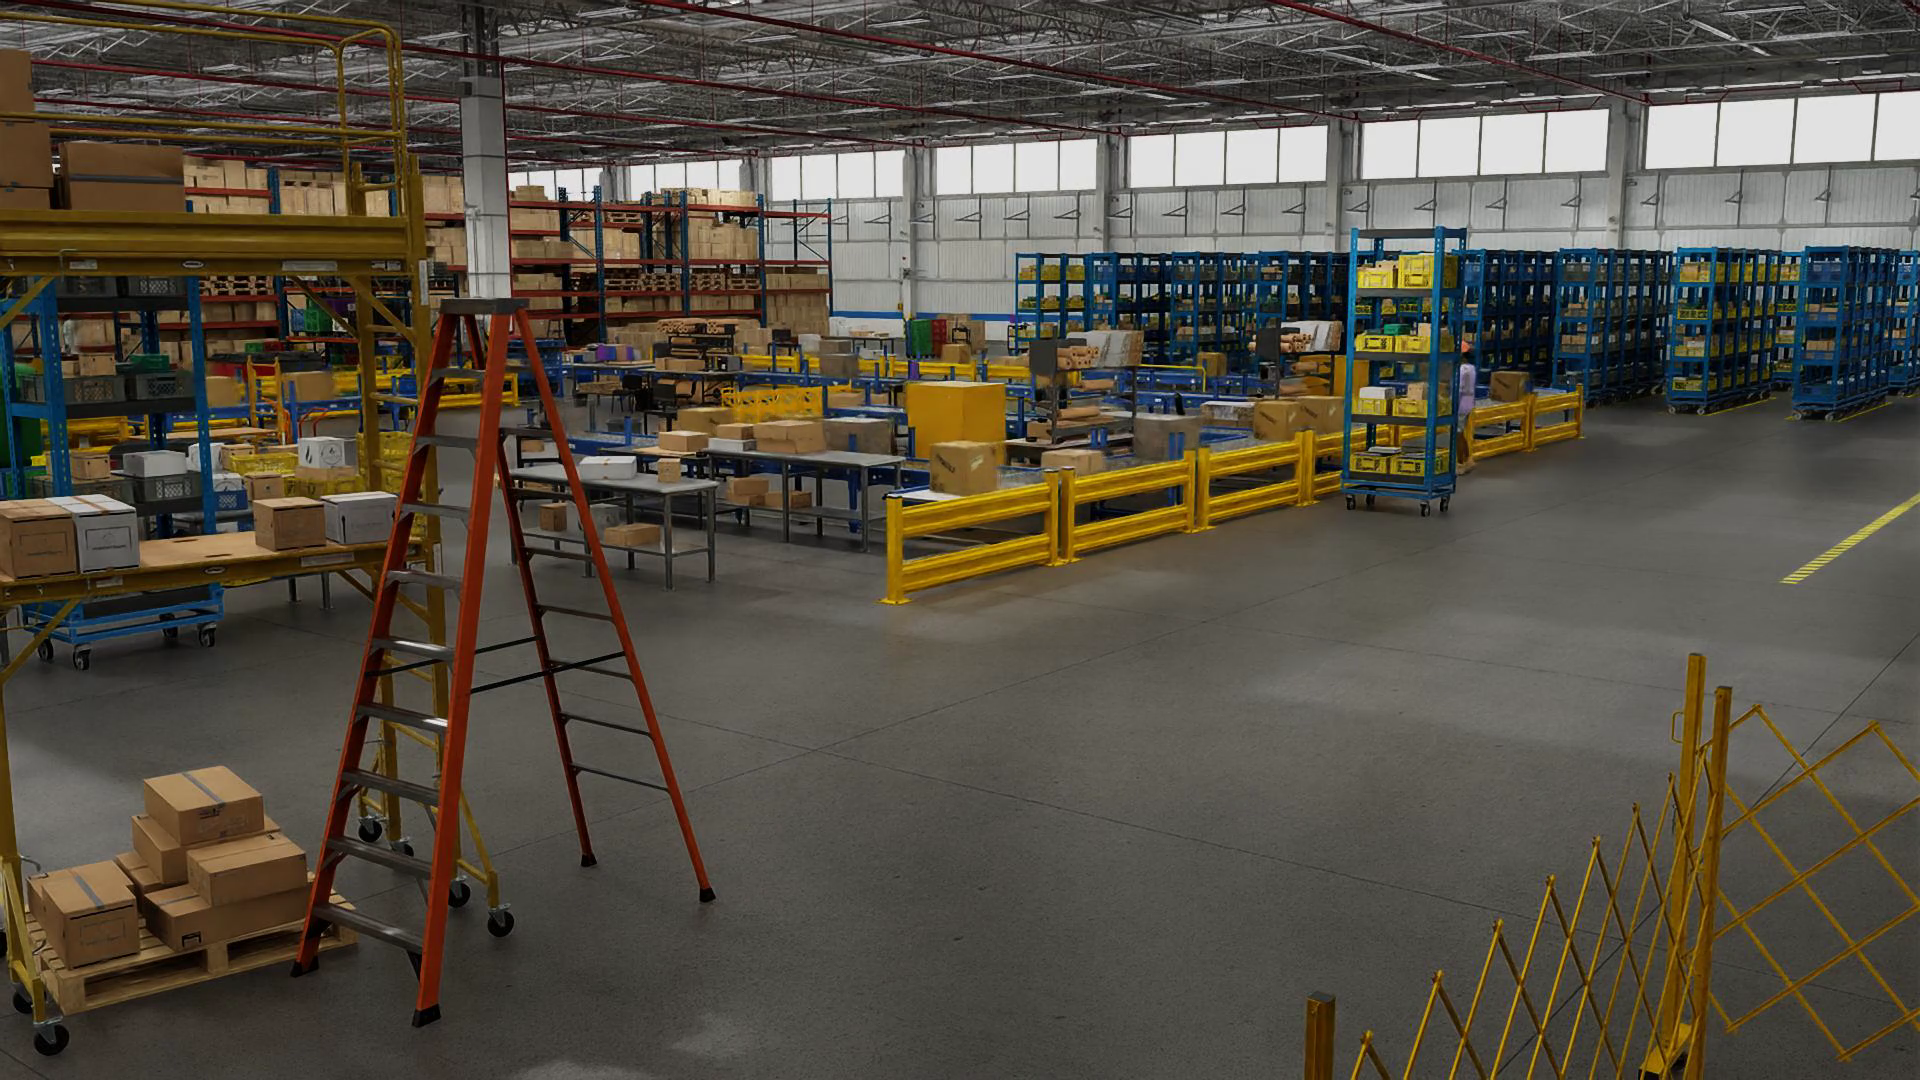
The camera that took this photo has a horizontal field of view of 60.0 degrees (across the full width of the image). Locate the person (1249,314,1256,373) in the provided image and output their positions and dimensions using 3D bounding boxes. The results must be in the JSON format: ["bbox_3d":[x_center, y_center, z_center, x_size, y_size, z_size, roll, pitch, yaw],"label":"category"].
[{"bbox_3d":[8.967,-5.917,50.222,0.404,1.833,0.590,-6,11,-33],"label":"person"}]

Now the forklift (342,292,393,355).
[{"bbox_3d":[-16.485,-5.622,45.120,1.129,2.768,1.873,7,11,37],"label":"forklift"}]

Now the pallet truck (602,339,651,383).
[{"bbox_3d":[-8.991,-4.871,45.351,0.653,1.274,1.630,7,11,37],"label":"pallet truck"}]

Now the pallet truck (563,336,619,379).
[{"bbox_3d":[-10.690,-5.294,48.215,1.601,1.201,0.680,-5,10,-26],"label":"pallet truck"}]

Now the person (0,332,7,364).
[{"bbox_3d":[-28.118,-5.576,48.755,0.412,1.606,0.612,3,9,15],"label":"person"}]

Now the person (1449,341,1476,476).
[{"bbox_3d":[7.488,-1.967,24.932,0.391,2.039,0.623,6,11,31],"label":"person"}]

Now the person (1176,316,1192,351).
[{"bbox_3d":[6.948,-6.090,51.016,0.636,1.935,0.439,0,9,3],"label":"person"}]

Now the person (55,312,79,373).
[{"bbox_3d":[-26.504,-5.849,49.245,0.610,1.996,0.954,8,12,41],"label":"person"}]

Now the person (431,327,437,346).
[{"bbox_3d":[-15.611,-5.678,48.775,0.627,1.813,0.568,6,11,35],"label":"person"}]
